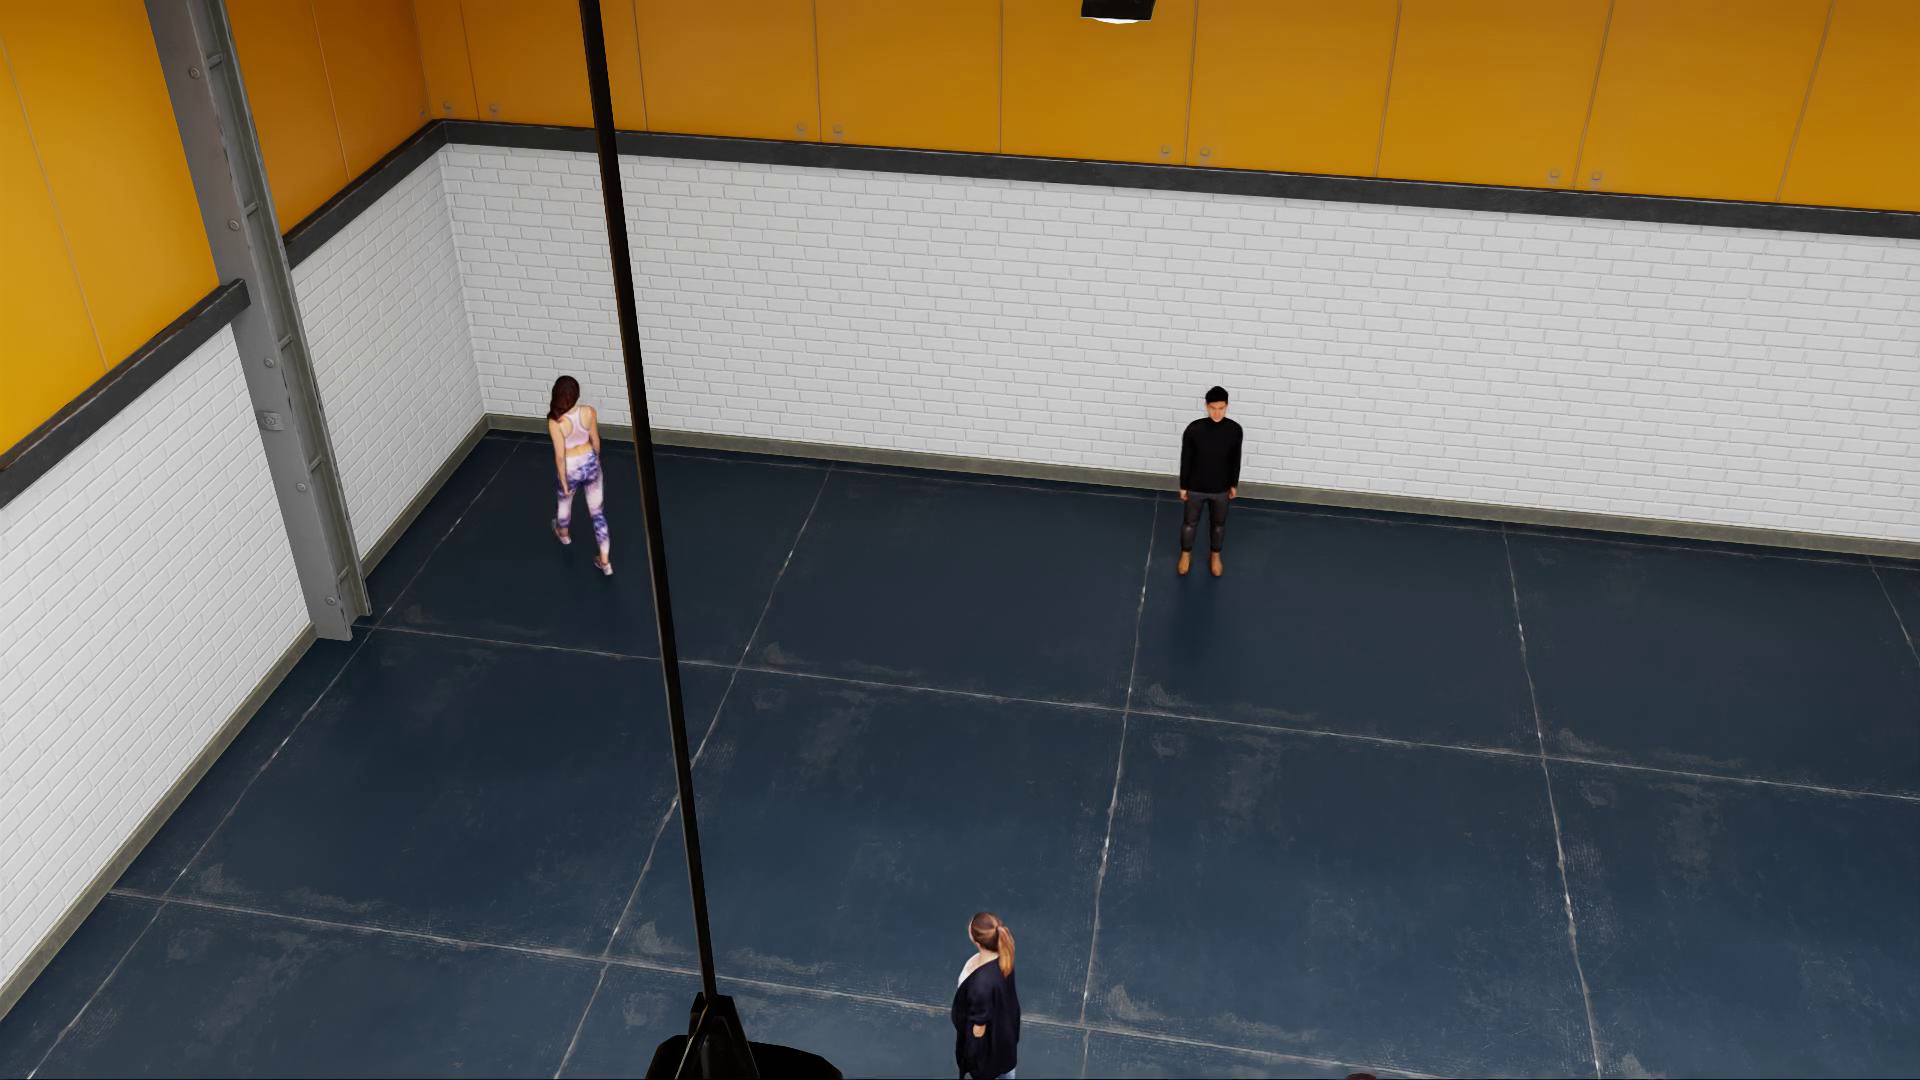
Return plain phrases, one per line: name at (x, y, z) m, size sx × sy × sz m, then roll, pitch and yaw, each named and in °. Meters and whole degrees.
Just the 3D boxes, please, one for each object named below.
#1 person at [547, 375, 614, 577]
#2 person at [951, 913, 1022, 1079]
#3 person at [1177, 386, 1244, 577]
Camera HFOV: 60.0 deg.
person at (-3.038, -0.491, 13.483) m, size 1.050 × 1.729 × 1.135 m, roll -20°, pitch 38°, yaw -27°
person at (0.172, 2.603, 8.869) m, size 0.734 × 1.684 × 0.569 m, roll 13°, pitch 36°, yaw 18°
person at (2.014, -0.489, 13.490) m, size 0.658 × 1.719 × 0.547 m, roll 2°, pitch 34°, yaw 3°
